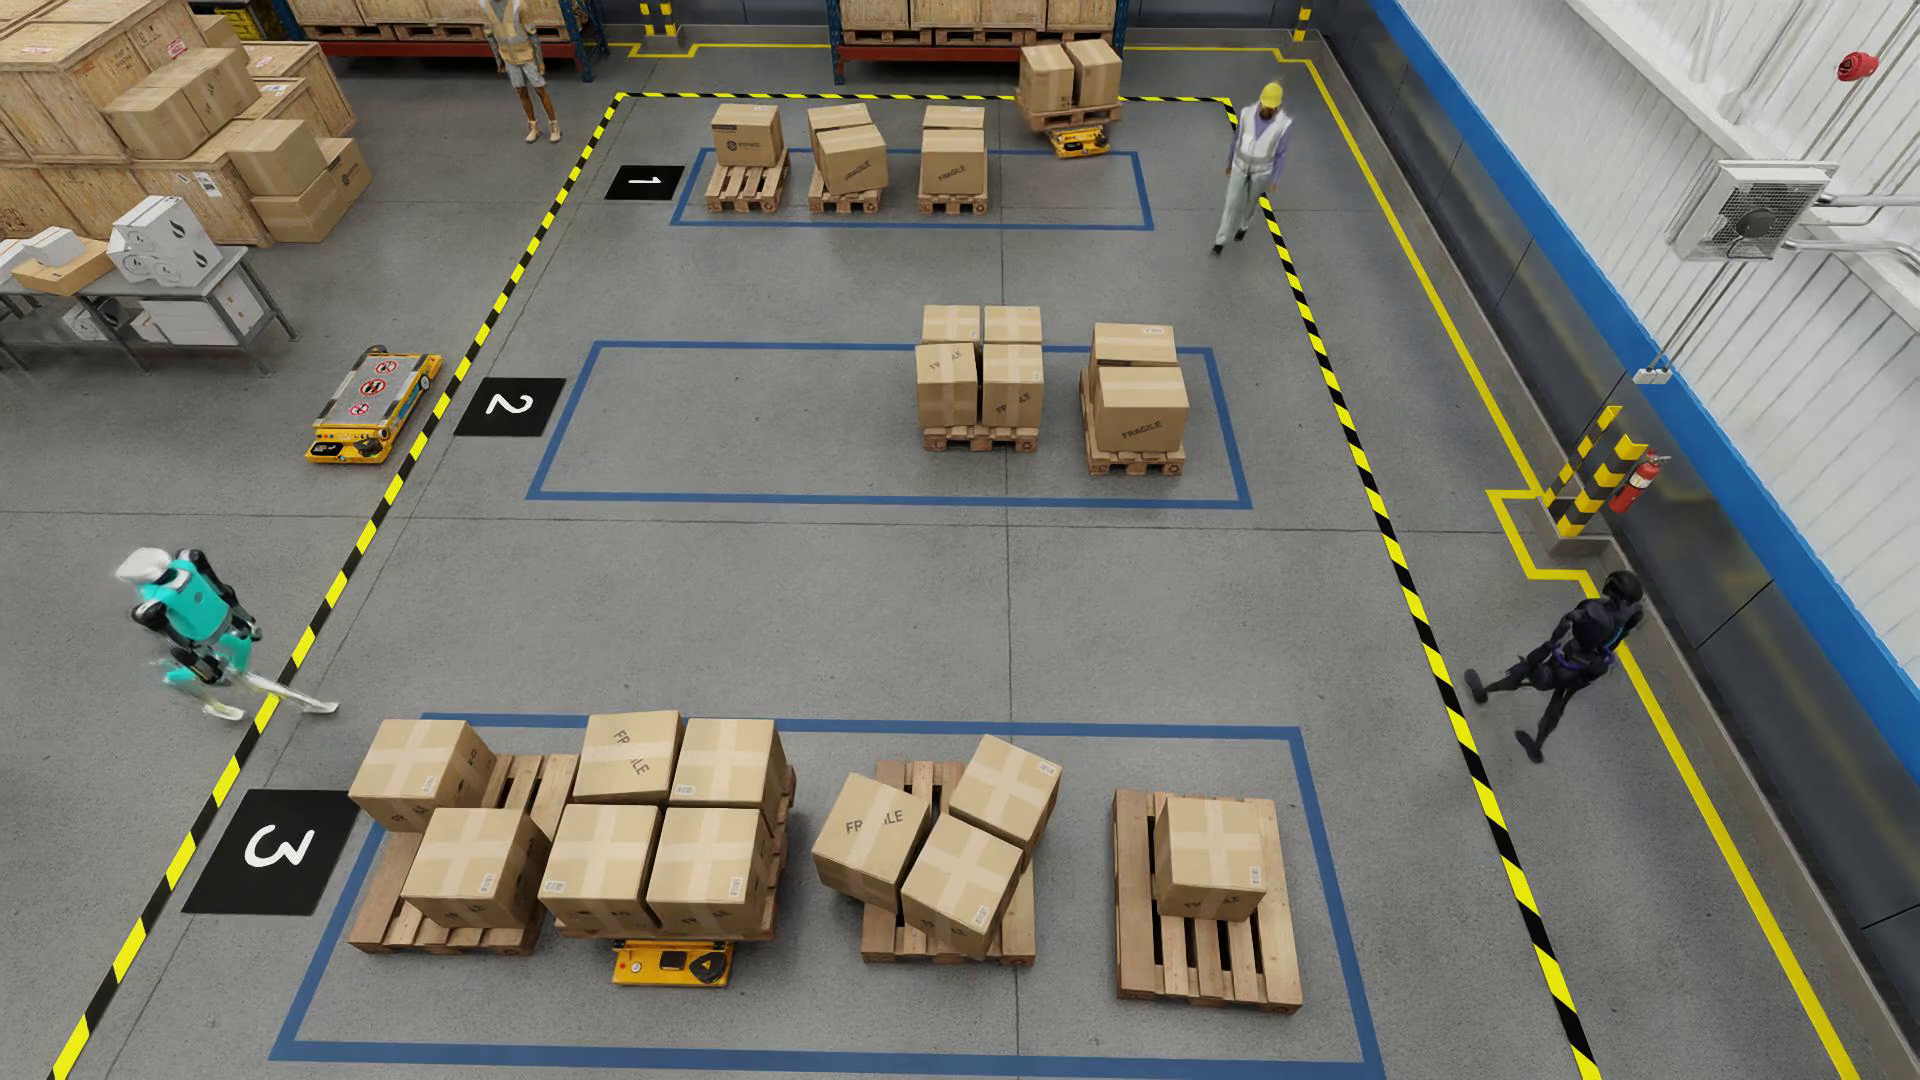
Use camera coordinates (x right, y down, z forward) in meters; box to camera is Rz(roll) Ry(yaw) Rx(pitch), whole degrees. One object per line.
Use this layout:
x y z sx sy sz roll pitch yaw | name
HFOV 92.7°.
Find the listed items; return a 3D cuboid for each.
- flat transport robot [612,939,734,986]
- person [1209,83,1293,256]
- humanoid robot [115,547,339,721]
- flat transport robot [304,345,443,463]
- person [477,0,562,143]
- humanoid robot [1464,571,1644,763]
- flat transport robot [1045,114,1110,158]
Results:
-1.659 1.971 5.681 0.652 0.197 1.431 1 50 1 | flat transport robot
3.057 -3.857 9.626 0.610 1.785 0.931 20 53 16 | person
-4.919 0.669 5.853 0.934 1.757 0.534 1 50 1 | humanoid robot
-5.383 -1.269 8.441 0.659 0.231 1.431 1 50 1 | flat transport robot
-5.397 -5.898 11.193 0.613 2.047 0.358 1 50 0 | person
3.844 0.730 5.842 0.610 1.627 0.728 -7 50 -6 | humanoid robot
1.404 -5.451 11.961 0.652 0.197 1.431 -11 51 -9 | flat transport robot
